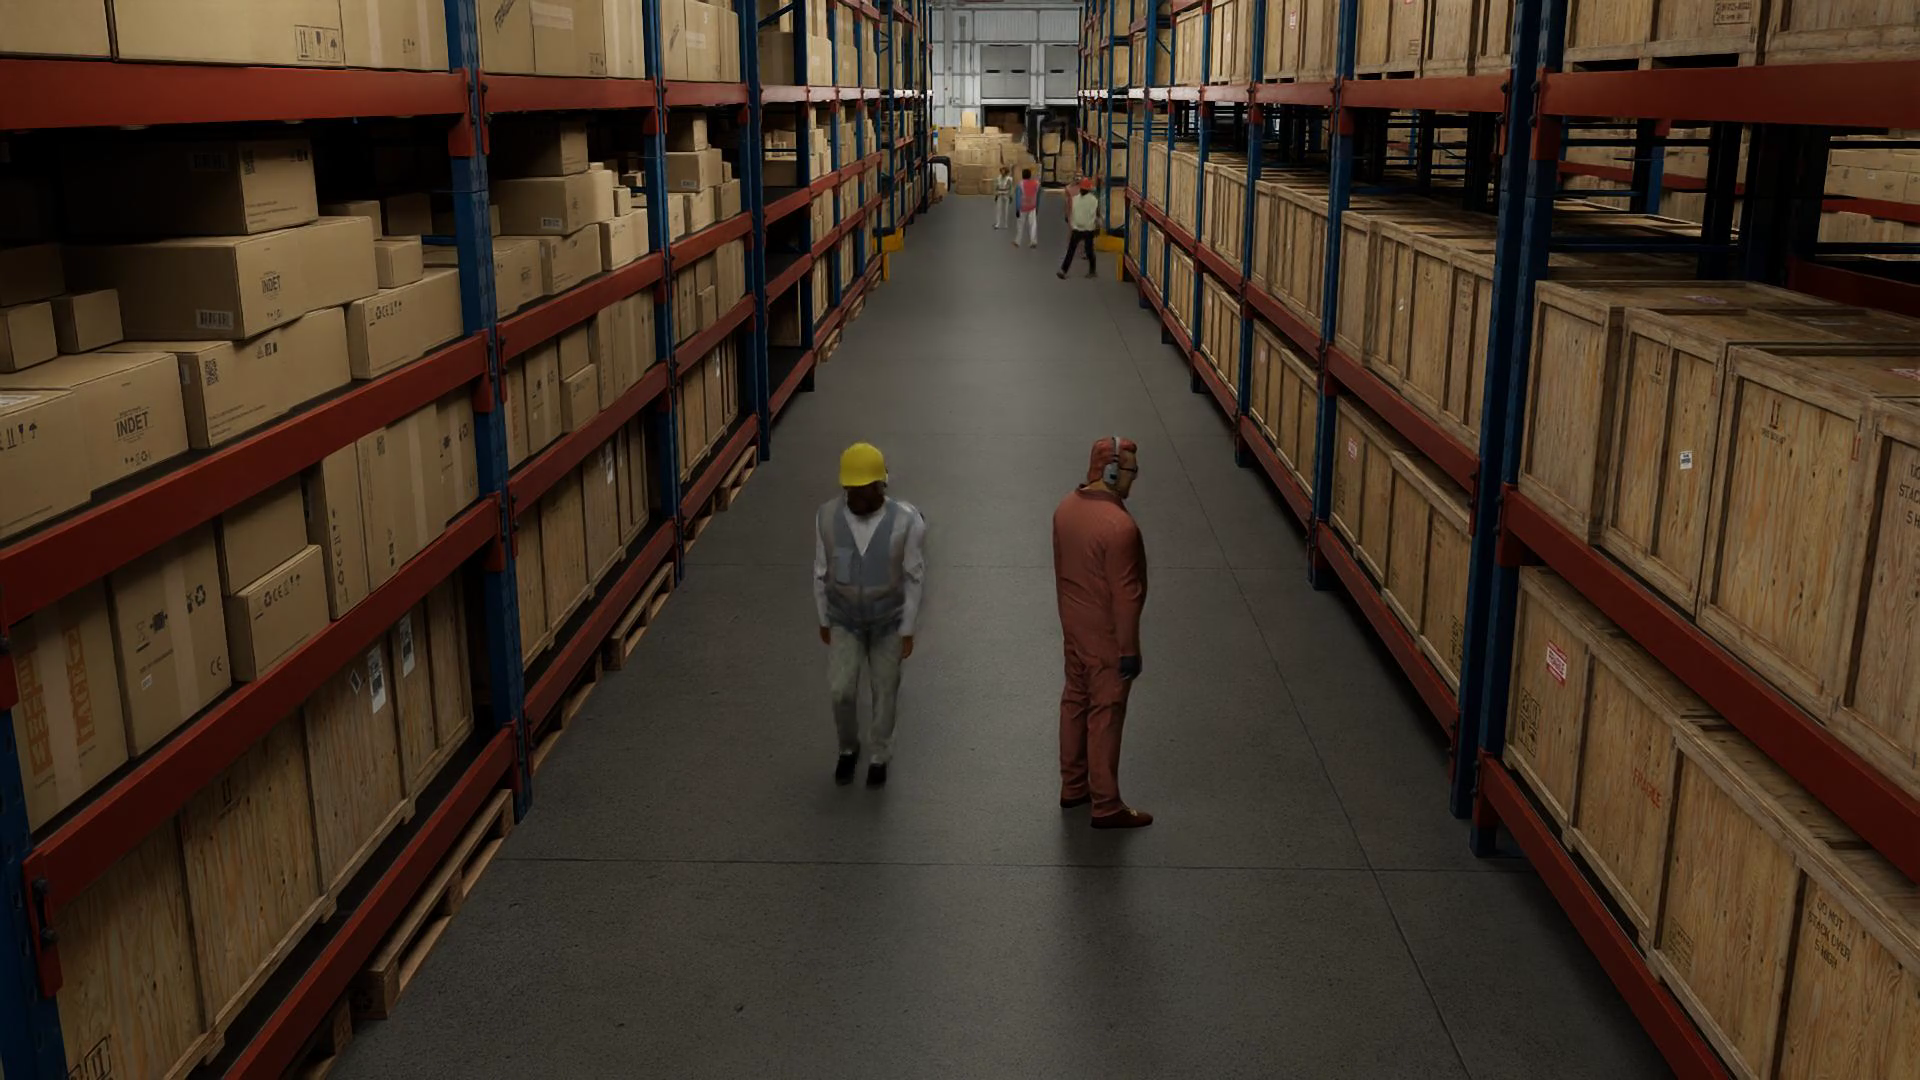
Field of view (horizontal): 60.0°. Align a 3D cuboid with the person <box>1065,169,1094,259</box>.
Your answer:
[{"bbox_3d":[2.540,-6.950,35.528,0.646,1.897,0.396,6,16,23],"label":"person"}]

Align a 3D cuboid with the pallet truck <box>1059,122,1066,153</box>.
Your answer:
[{"bbox_3d":[5.788,-21.111,88.014,1.885,1.965,0.823,5,16,18],"label":"pallet truck"}]

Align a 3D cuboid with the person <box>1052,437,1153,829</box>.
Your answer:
[{"bbox_3d":[0.699,0.440,8.017,0.401,1.901,0.640,-6,16,-23],"label":"person"}]

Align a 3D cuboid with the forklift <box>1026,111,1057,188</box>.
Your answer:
[{"bbox_3d":[2.682,-14.545,61.908,1.873,2.768,1.129,0,15,2],"label":"forklift"}]

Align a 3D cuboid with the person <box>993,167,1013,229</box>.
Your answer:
[{"bbox_3d":[1.111,-8.875,43.220,0.545,1.595,0.824,6,16,20],"label":"person"}]

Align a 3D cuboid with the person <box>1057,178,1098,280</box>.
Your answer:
[{"bbox_3d":[2.318,-5.899,31.573,0.631,1.922,0.981,11,18,35],"label":"person"}]

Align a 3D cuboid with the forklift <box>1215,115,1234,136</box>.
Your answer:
[{"bbox_3d":[7.931,-11.373,50.108,1.129,2.768,1.873,0,15,2],"label":"forklift"}]

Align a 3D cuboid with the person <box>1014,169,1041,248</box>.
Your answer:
[{"bbox_3d":[1.544,-7.587,38.087,0.644,1.795,0.952,-6,16,-22],"label":"person"}]

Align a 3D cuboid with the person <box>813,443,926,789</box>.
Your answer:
[{"bbox_3d":[-0.460,0.393,8.368,0.589,1.810,0.430,2,15,8],"label":"person"}]

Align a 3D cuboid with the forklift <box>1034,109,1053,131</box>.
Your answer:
[{"bbox_3d":[3.409,-16.577,69.470,1.129,2.768,1.873,0,15,2],"label":"forklift"}]

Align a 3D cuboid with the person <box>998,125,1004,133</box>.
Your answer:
[{"bbox_3d":[1.982,-19.651,82.733,0.503,1.919,0.665,-1,15,-3],"label":"person"}]

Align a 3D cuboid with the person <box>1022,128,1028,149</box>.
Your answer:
[{"bbox_3d":[3.643,-21.980,92.001,0.864,1.591,0.526,0,15,-1],"label":"person"}]
